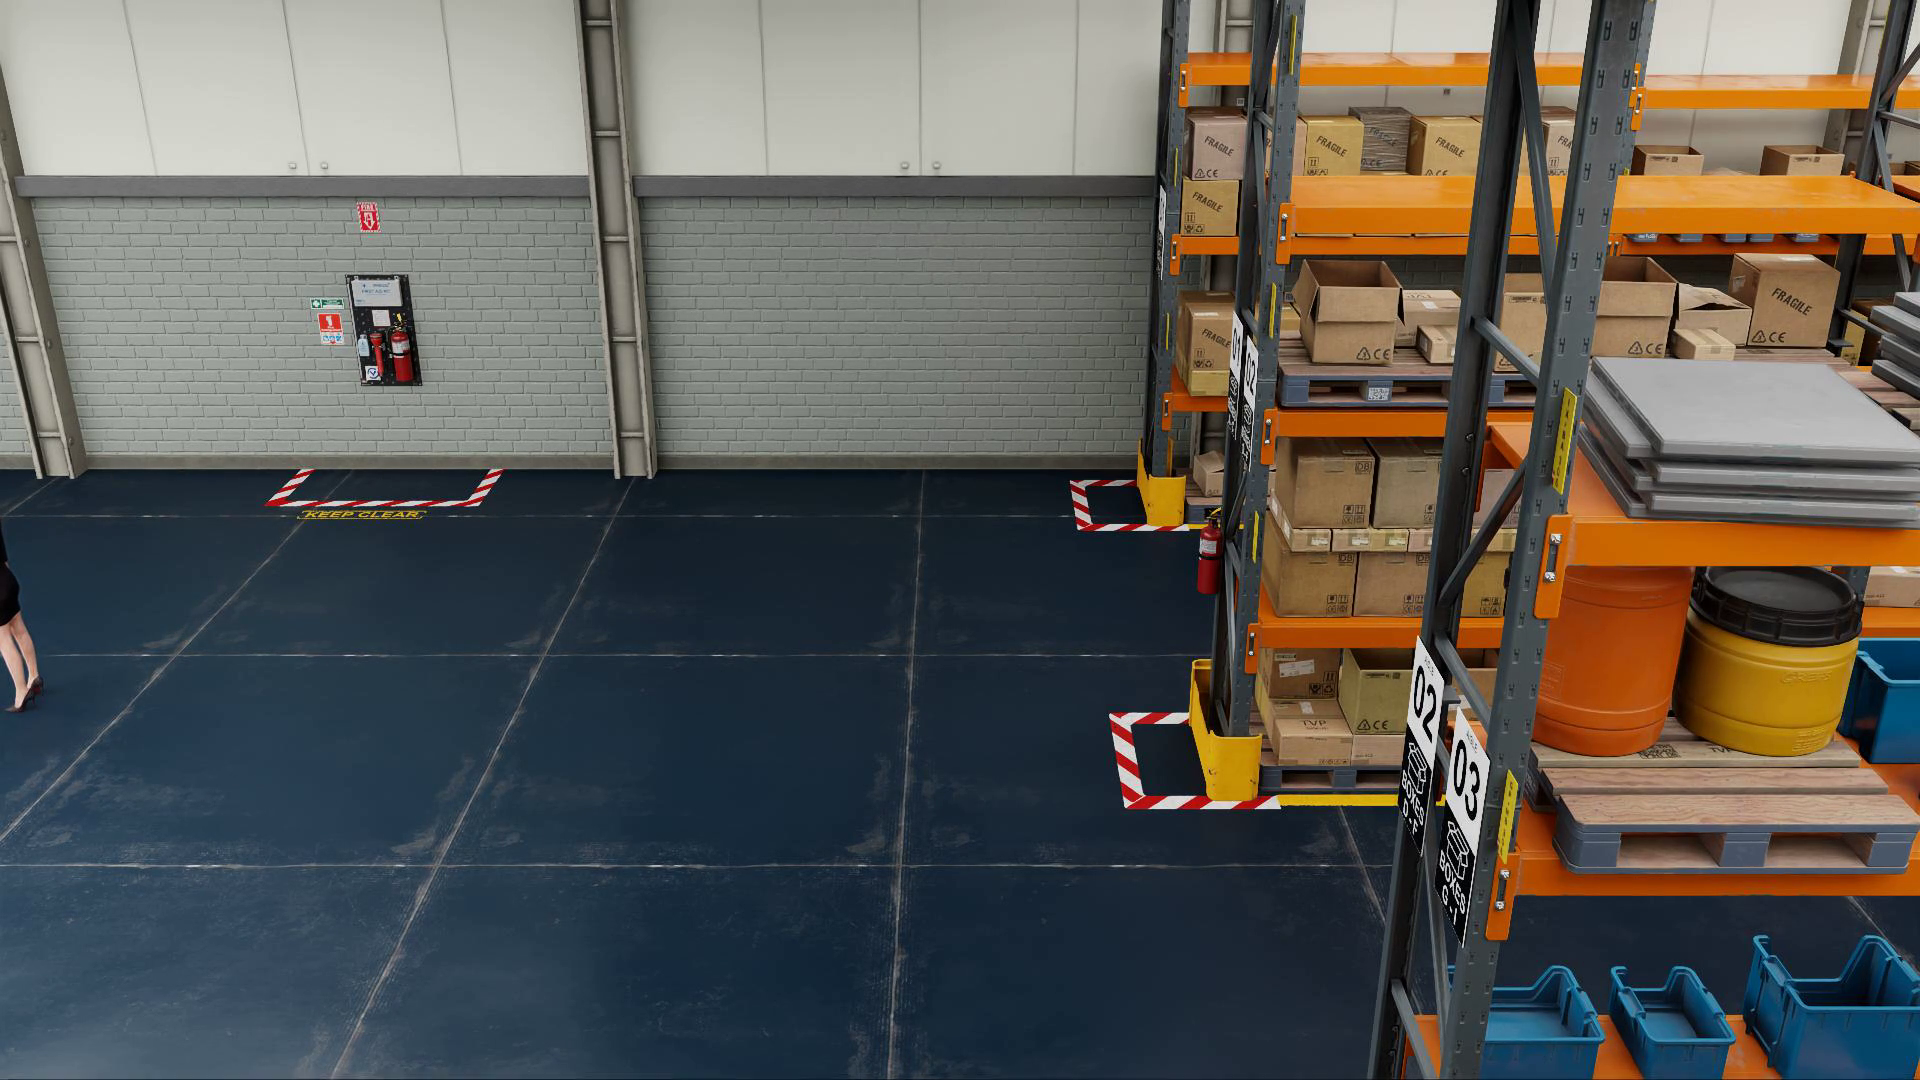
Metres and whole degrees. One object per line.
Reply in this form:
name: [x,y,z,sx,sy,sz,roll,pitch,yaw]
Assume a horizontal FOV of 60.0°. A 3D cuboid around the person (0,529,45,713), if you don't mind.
person: [-7.202,0.423,12.448,0.514,1.802,0.615,-2,23,-4]
